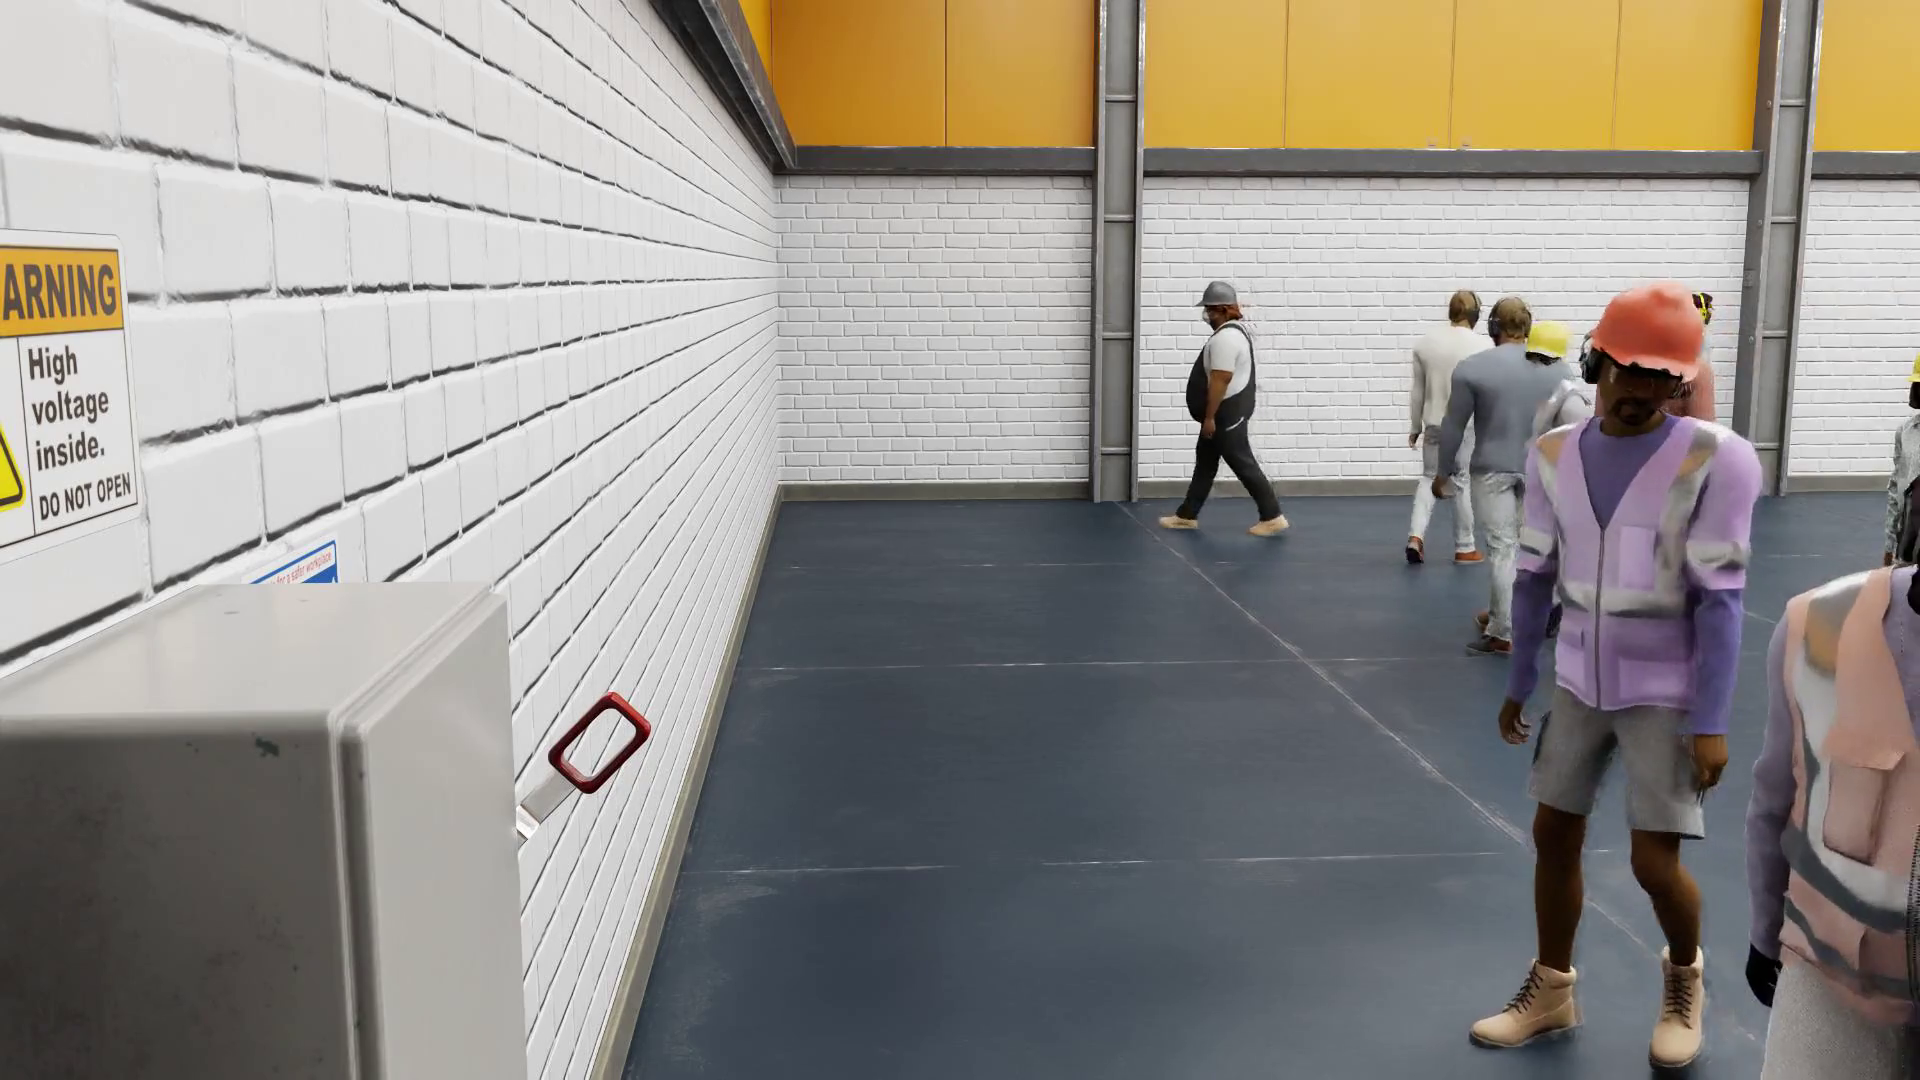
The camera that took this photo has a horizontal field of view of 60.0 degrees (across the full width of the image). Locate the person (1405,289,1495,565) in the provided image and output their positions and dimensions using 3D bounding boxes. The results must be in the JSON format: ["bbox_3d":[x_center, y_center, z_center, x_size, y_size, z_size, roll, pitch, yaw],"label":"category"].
[{"bbox_3d":[3.411,-0.774,11.561,0.679,1.935,0.507,9,12,43],"label":"person"}]

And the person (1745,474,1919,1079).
[{"bbox_3d":[1.517,0.725,2.610,0.648,1.784,0.955,8,12,40],"label":"person"}]

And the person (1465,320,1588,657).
[{"bbox_3d":[3.063,-0.287,8.947,0.794,1.785,0.597,-3,10,-20],"label":"person"}]

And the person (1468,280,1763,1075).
[{"bbox_3d":[1.658,0.371,4.161,0.486,2.019,0.665,-6,11,-34],"label":"person"}]

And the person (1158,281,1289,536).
[{"bbox_3d":[2.106,-1.053,12.970,1.039,2.000,0.697,2,9,15],"label":"person"}]

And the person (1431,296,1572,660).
[{"bbox_3d":[2.897,-0.353,8.997,0.646,1.896,0.896,-1,9,-8],"label":"person"}]

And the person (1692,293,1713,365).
[{"bbox_3d":[6.370,-1.211,14.492,0.333,1.873,0.520,-1,9,-9],"label":"person"}]

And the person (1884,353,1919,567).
[{"bbox_3d":[4.173,0.027,7.150,0.323,1.736,0.480,-4,10,-22],"label":"person"}]

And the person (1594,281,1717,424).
[{"bbox_3d":[3.493,-0.300,8.384,0.386,1.992,0.624,-8,12,-41],"label":"person"}]
